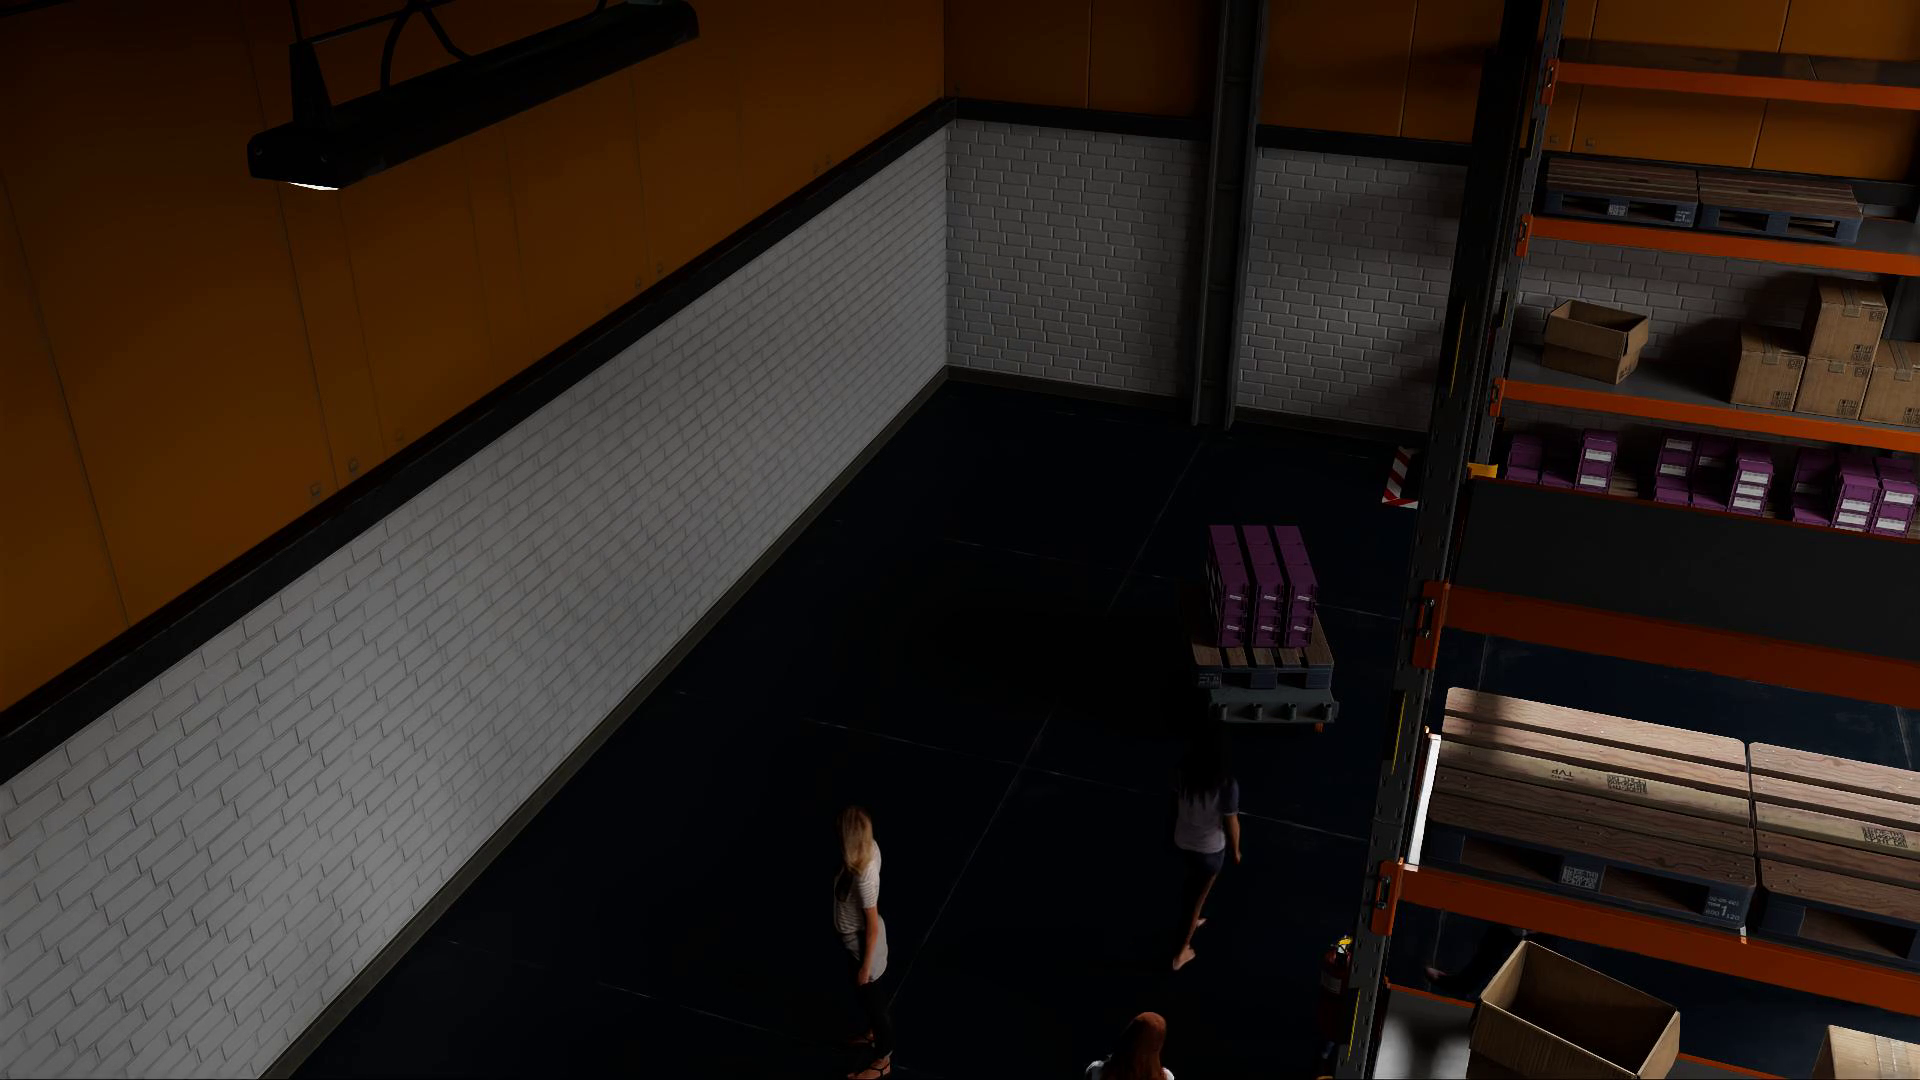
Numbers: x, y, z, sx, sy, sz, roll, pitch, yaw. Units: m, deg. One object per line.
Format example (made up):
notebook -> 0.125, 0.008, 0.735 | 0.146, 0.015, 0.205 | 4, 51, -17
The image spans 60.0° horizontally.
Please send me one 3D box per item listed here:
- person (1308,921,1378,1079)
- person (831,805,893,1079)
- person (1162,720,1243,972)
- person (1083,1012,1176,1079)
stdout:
person -> 2.120, 2.506, 9.092 | 0.738, 1.182, 0.755 | -22, 36, -35
person -> -0.515, 2.177, 9.025 | 0.683, 1.823, 0.682 | -4, 29, -8
person -> 1.359, 1.842, 9.752 | 0.799, 1.716, 0.762 | -24, 37, -37
person -> 0.757, 2.943, 7.778 | 1.029, 1.673, 0.887 | -1, 29, -2
